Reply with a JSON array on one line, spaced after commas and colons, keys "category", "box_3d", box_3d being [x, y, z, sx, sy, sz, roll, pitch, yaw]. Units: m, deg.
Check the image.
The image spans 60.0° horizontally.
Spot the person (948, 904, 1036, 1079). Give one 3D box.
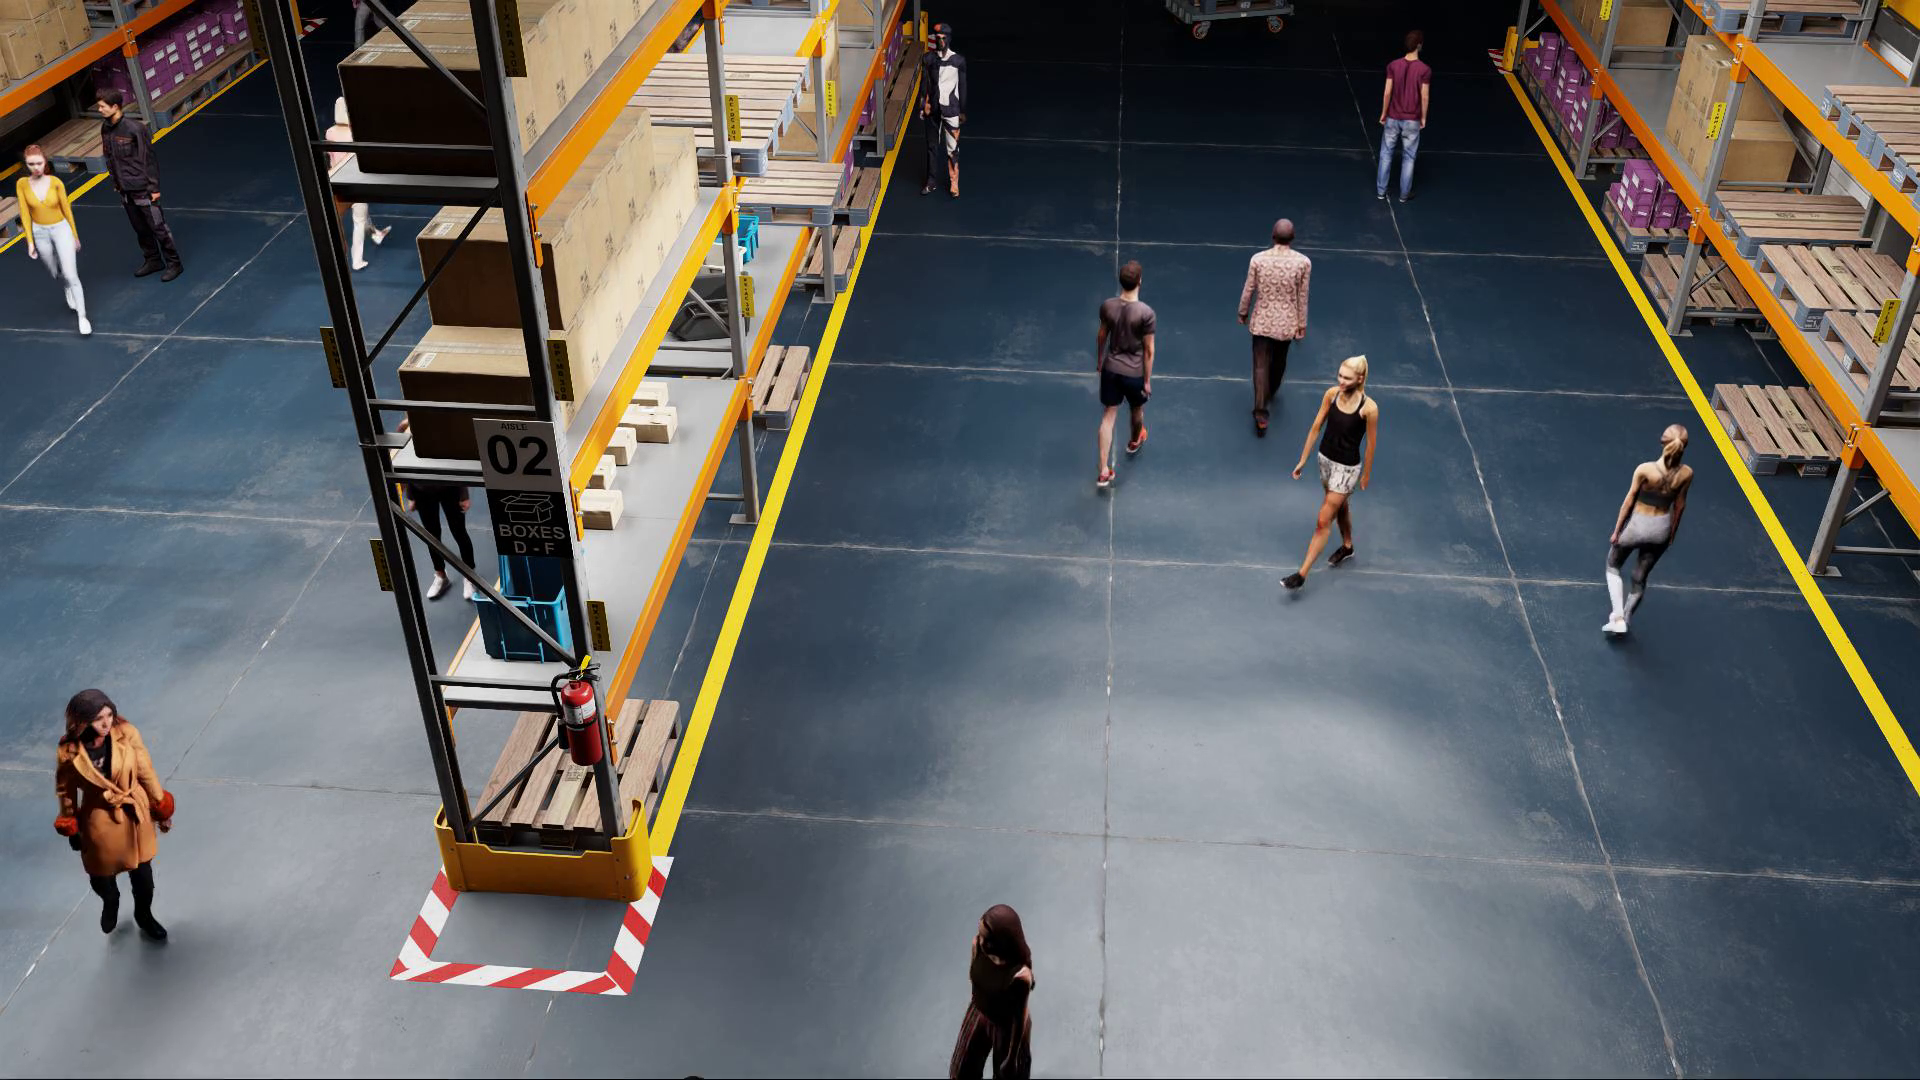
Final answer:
[{"category": "person", "box_3d": [0.246, 2.285, 8.022, 0.924, 1.548, 0.849, -28, 43, -35]}]

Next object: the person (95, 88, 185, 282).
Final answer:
[{"category": "person", "box_3d": [-8.113, -3.523, 16.402, 0.768, 1.944, 0.702, 12, 36, 18]}]

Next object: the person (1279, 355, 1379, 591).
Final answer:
[{"category": "person", "box_3d": [2.802, -0.555, 12.073, 1.156, 1.792, 1.095, -25, 41, -33]}]

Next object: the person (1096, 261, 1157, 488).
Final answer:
[{"category": "person", "box_3d": [1.262, -1.268, 13.137, 0.944, 1.803, 1.284, 14, 36, 20]}]

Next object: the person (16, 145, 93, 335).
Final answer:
[{"category": "person", "box_3d": [-8.499, -2.841, 15.575, 0.907, 1.723, 1.195, -12, 35, -17]}]

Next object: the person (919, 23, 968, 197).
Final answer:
[{"category": "person", "box_3d": [-0.189, -4.728, 18.261, 0.708, 1.893, 0.623, 7, 34, 10]}]

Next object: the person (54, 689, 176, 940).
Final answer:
[{"category": "person", "box_3d": [-4.596, 1.516, 9.034, 0.876, 1.708, 0.915, -14, 36, -20]}]

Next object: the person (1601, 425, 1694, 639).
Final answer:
[{"category": "person", "box_3d": [4.677, 0.000, 11.323, 0.590, 1.699, 0.657, 3, 34, 5]}]

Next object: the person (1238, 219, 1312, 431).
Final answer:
[{"category": "person", "box_3d": [2.627, -1.768, 13.929, 0.720, 1.759, 1.172, 3, 34, 5]}]

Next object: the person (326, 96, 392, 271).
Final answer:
[{"category": "person", "box_3d": [-6.110, -3.538, 16.648, 0.731, 1.697, 1.107, 5, 34, 8]}]

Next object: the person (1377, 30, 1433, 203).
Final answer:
[{"category": "person", "box_3d": [4.839, -4.617, 18.133, 0.731, 1.850, 0.699, 16, 37, 23]}]

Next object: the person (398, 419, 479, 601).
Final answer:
[{"category": "person", "box_3d": [-3.709, -0.347, 11.841, 0.599, 1.703, 0.492, 3, 34, 4]}]
